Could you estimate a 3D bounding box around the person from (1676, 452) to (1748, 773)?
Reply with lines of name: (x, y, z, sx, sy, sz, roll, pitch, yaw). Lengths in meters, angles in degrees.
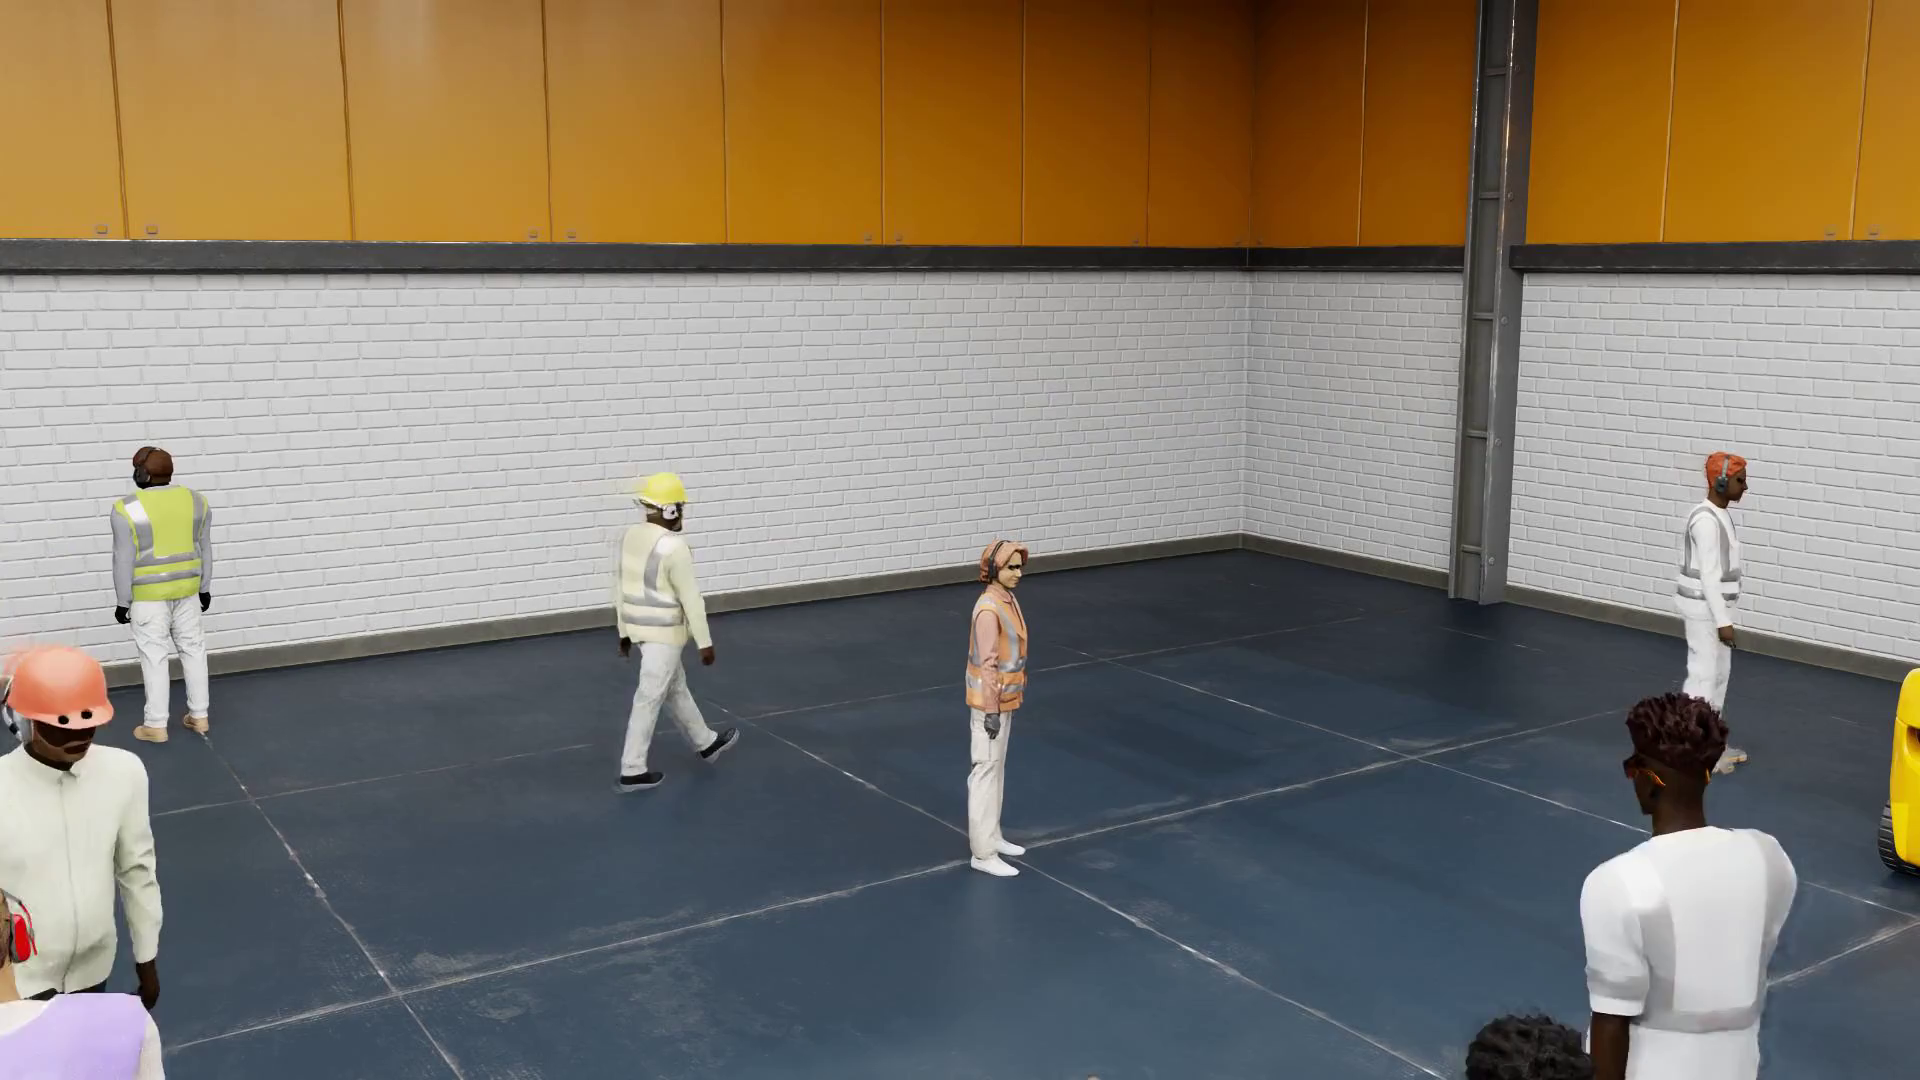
person: (4.422, 0.424, 9.746, 0.406, 1.883, 0.598, 6, 11, 34)

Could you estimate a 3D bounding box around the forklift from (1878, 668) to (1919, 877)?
forklift: (5.511, 0.571, 7.906, 2.313, 2.155, 1.214, -6, 11, -33)

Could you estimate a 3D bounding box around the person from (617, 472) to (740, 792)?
person: (-1.606, 0.506, 9.506, 0.911, 1.785, 0.625, -8, 12, -39)

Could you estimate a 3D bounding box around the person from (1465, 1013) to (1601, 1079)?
person: (0.982, 1.619, 3.129, 0.565, 1.673, 0.507, -2, 10, -9)

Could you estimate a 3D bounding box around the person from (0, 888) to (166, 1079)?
person: (-1.754, 1.541, 3.195, 0.641, 1.808, 0.618, -6, 11, -32)

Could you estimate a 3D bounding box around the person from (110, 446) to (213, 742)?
person: (-4.984, 0.332, 10.399, 0.429, 1.846, 0.633, 7, 12, 35)

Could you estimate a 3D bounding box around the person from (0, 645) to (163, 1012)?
person: (-2.670, 1.221, 4.817, 1.042, 1.928, 0.640, 5, 11, 28)

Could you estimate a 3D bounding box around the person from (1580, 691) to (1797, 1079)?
person: (1.782, 1.338, 4.060, 0.589, 1.942, 0.837, -2, 10, -14)

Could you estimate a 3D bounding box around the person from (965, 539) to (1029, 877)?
person: (0.180, 0.807, 8.159, 0.315, 1.636, 0.515, 2, 10, 10)
